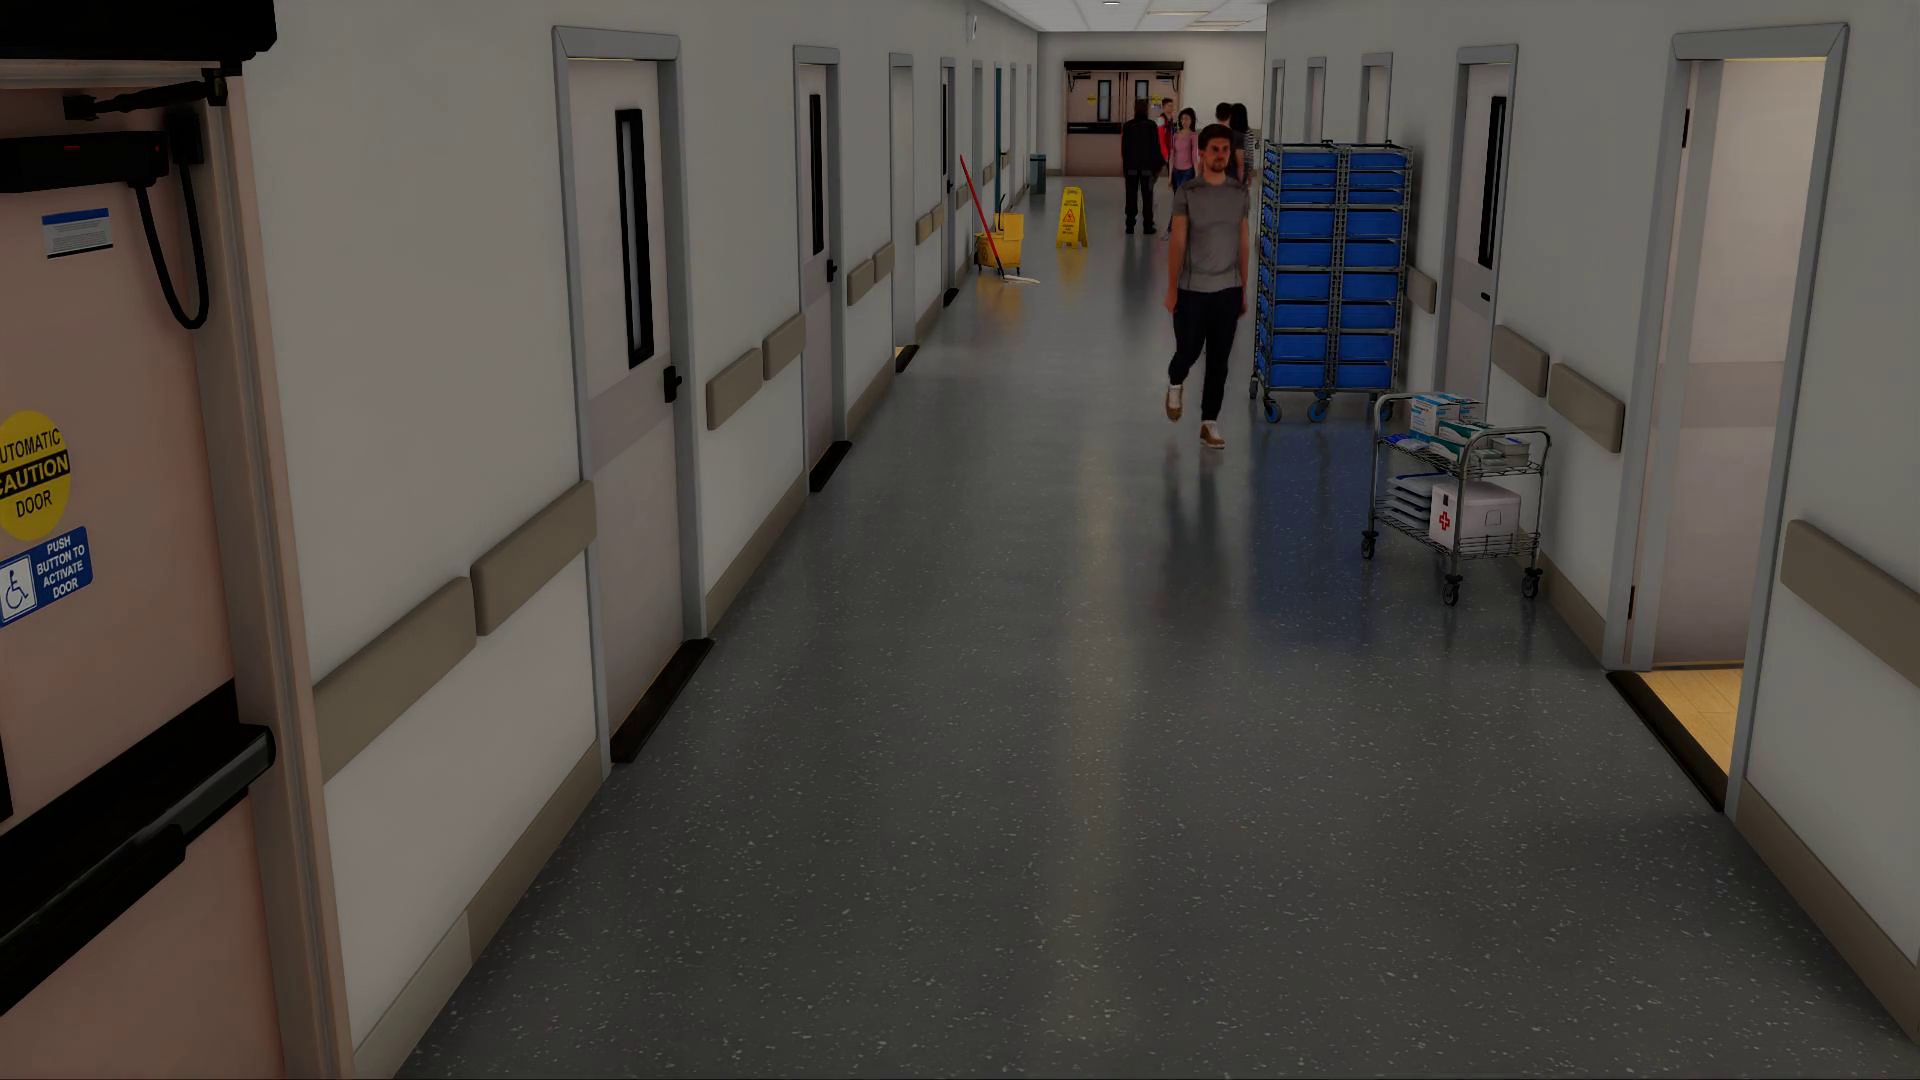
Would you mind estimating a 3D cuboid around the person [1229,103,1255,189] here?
[{"bbox_3d":[3.421,-4.524,20.768,0.623,1.780,0.730,2,16,7],"label":"person"}]

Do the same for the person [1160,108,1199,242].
[{"bbox_3d":[3.010,-4.784,21.871,1.148,1.699,1.089,-12,20,-36],"label":"person"}]

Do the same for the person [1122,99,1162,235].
[{"bbox_3d":[2.488,-5.159,22.971,0.731,1.825,0.658,4,16,14],"label":"person"}]

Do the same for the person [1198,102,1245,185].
[{"bbox_3d":[2.909,-3.914,18.595,0.726,1.803,1.201,2,16,9],"label":"person"}]

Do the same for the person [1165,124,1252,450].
[{"bbox_3d":[1.455,-1.506,9.906,0.763,1.882,1.013,-2,16,-6],"label":"person"}]
